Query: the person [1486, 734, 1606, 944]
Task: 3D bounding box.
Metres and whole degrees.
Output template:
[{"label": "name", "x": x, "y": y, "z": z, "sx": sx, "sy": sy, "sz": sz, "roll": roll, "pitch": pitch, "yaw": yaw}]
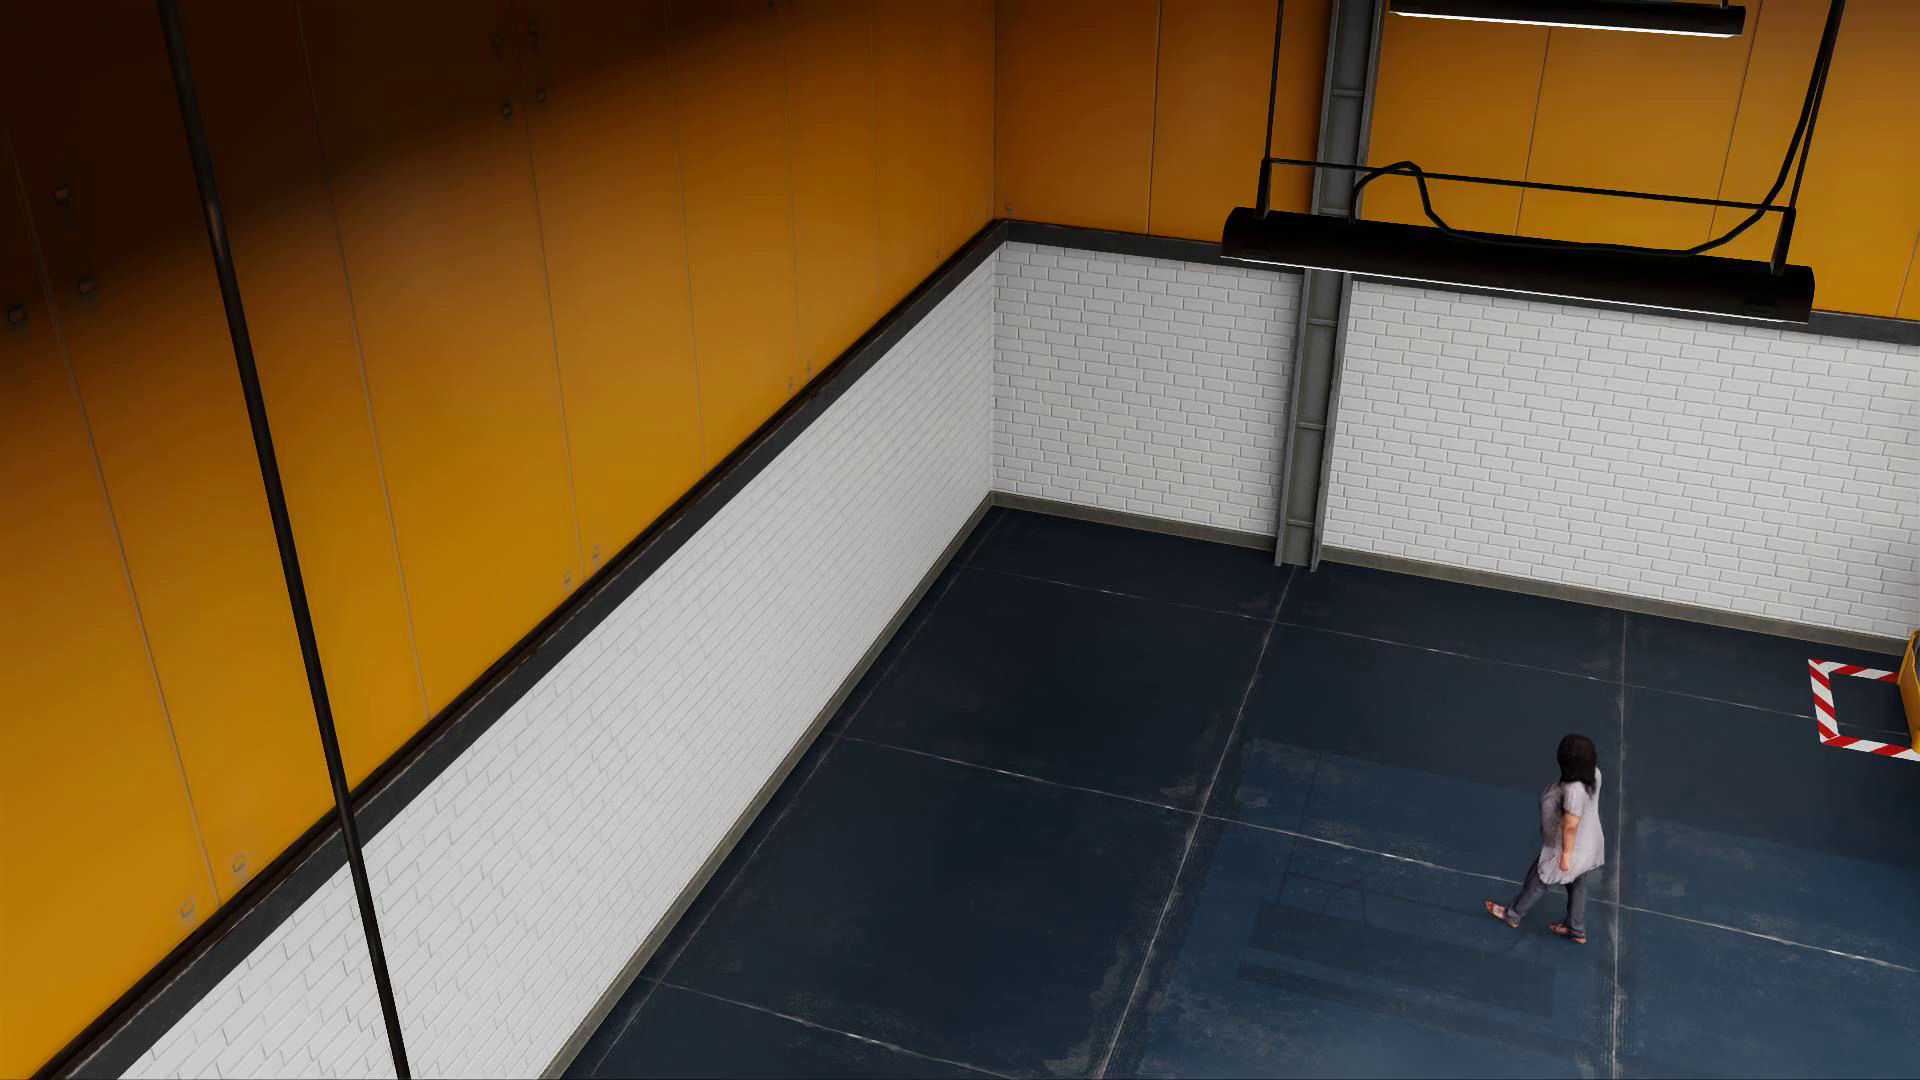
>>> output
[{"label": "person", "x": 4.145, "y": 2.046, "z": 11.102, "sx": 0.991, "sy": 1.580, "sz": 0.823, "roll": 22, "pitch": 35, "yaw": 34}]
